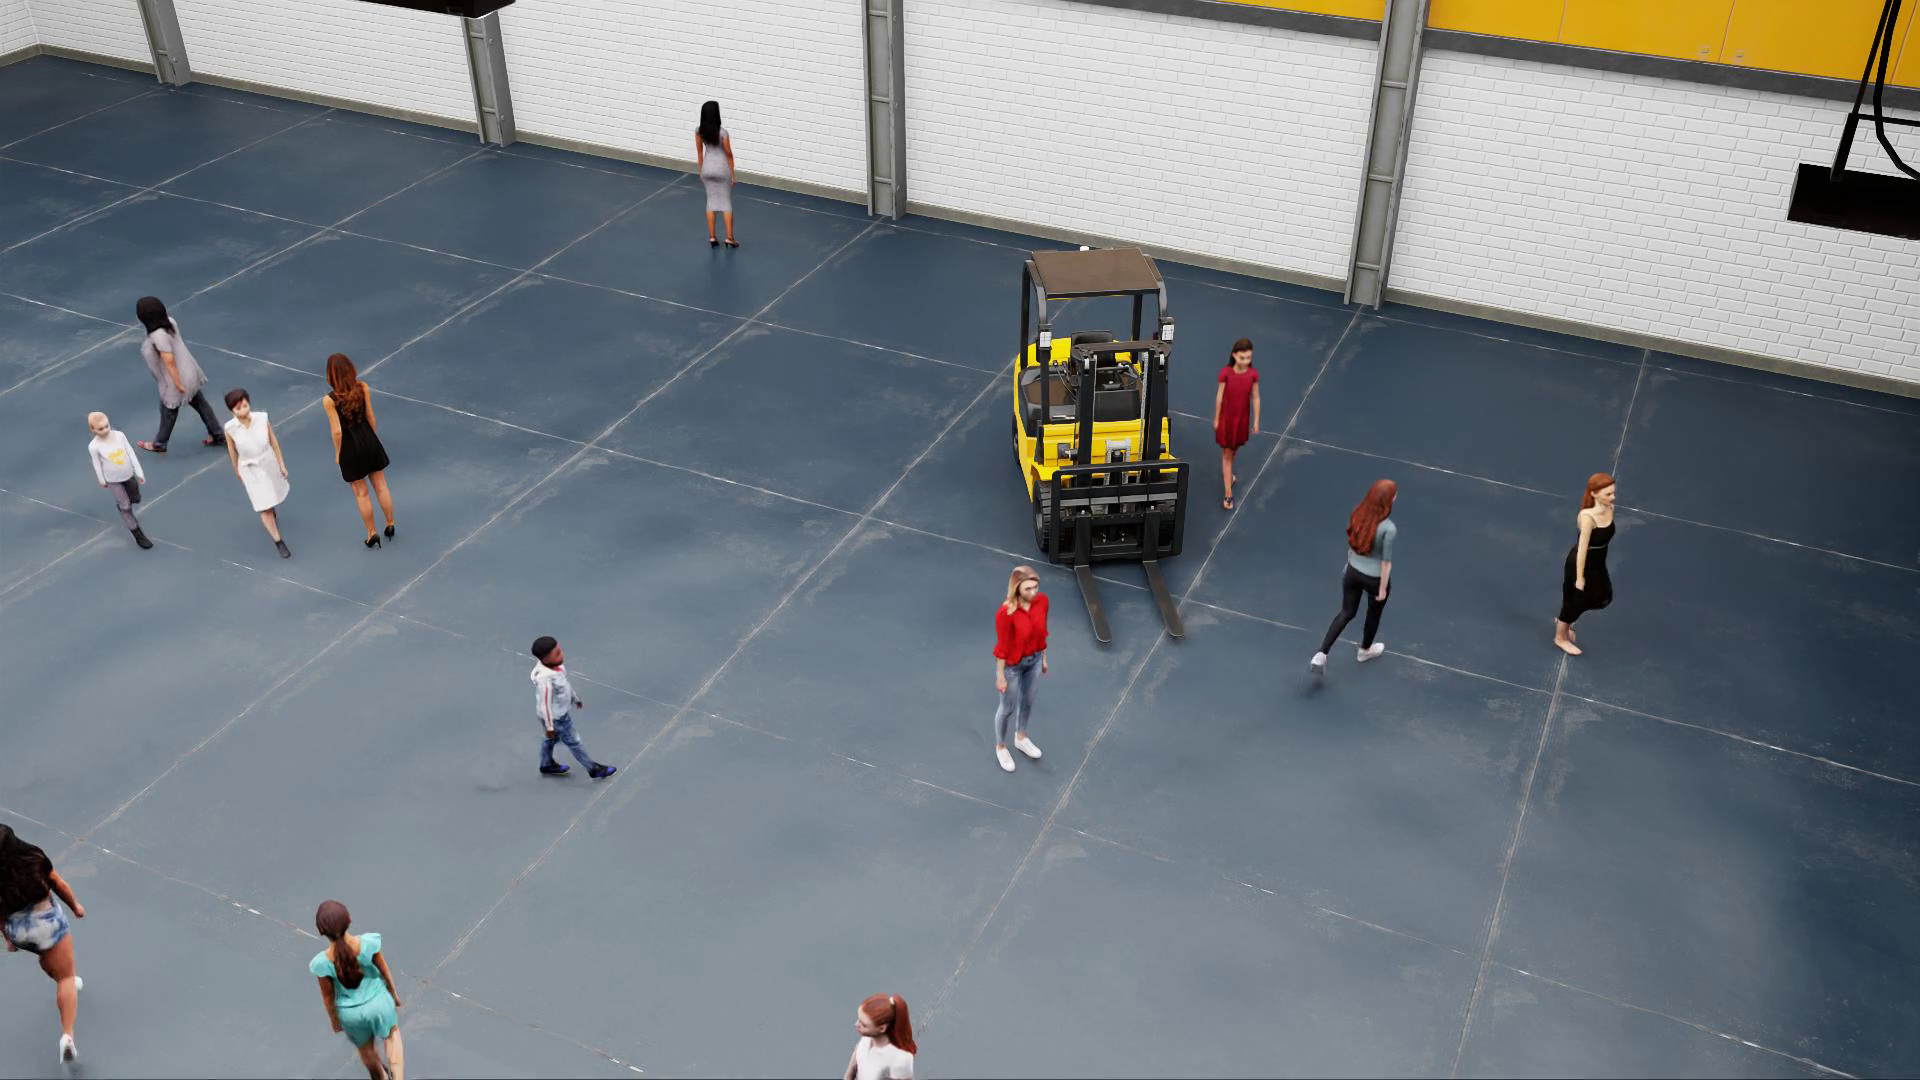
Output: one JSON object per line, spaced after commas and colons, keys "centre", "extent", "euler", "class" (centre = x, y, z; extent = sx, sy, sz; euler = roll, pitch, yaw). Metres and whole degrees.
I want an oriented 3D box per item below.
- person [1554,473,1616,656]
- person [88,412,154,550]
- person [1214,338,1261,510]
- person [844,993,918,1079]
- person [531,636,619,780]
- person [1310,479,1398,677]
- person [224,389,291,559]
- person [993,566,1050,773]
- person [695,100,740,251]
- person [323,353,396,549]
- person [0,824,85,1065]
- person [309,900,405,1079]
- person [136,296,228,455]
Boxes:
{"centre": [4.787, 0.166, 12.914], "extent": [0.700, 1.610, 0.755], "euler": [-22, 40, -30], "class": "person"}
{"centre": [-7.260, -0.563, 14.325], "extent": [0.879, 1.262, 0.586], "euler": [23, 40, 31], "class": "person"}
{"centre": [2.463, -1.130, 14.949], "extent": [0.972, 1.516, 0.909], "euler": [-3, 34, -5], "class": "person"}
{"centre": [-0.283, 2.940, 8.672], "extent": [1.159, 1.686, 1.037], "euler": [-9, 35, -13], "class": "person"}
{"centre": [-2.907, 1.194, 11.706], "extent": [0.873, 1.236, 0.729], "euler": [-4, 34, -5], "class": "person"}
{"centre": [3.013, 0.318, 12.587], "extent": [0.965, 1.719, 1.089], "euler": [-23, 40, -30], "class": "person"}
{"centre": [-5.980, -0.629, 14.184], "extent": [0.860, 1.529, 1.070], "euler": [-23, 40, -30], "class": "person"}
{"centre": [0.429, 0.877, 11.761], "extent": [0.694, 1.702, 0.681], "euler": [-22, 39, -29], "class": "person"}
{"centre": [-2.841, -4.254, 19.410], "extent": [0.518, 1.781, 0.682], "euler": [9, 35, 13], "class": "person"}
{"centre": [-5.088, -0.750, 14.089], "extent": [0.614, 1.835, 0.638], "euler": [26, 42, 34], "class": "person"}
{"centre": [-5.349, 2.334, 9.669], "extent": [1.020, 1.592, 1.021], "euler": [-8, 34, -12], "class": "person"}
{"centre": [-3.303, 2.629, 9.262], "extent": [0.804, 1.551, 0.903], "euler": [-17, 37, -24], "class": "person"}
{"centre": [-7.231, -1.537, 15.516], "extent": [1.103, 1.566, 0.931], "euler": [-3, 34, -4], "class": "person"}
